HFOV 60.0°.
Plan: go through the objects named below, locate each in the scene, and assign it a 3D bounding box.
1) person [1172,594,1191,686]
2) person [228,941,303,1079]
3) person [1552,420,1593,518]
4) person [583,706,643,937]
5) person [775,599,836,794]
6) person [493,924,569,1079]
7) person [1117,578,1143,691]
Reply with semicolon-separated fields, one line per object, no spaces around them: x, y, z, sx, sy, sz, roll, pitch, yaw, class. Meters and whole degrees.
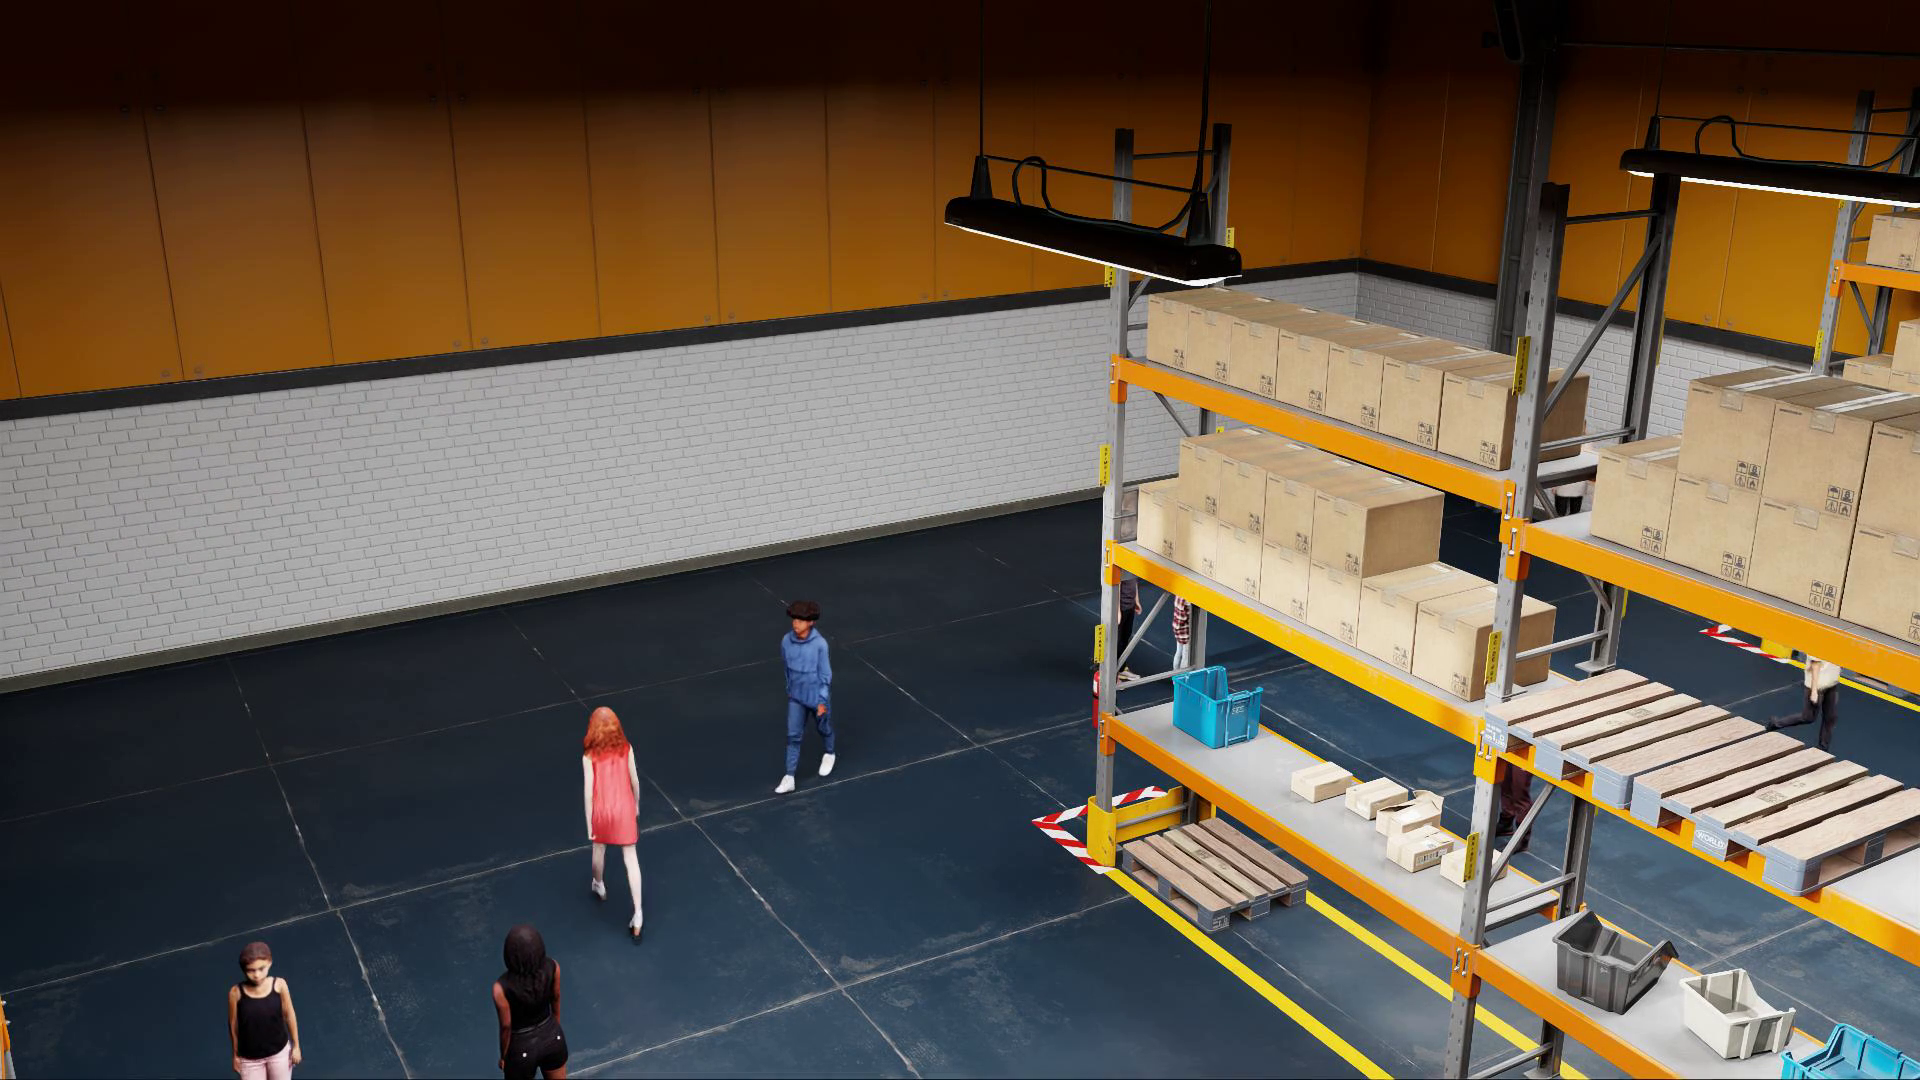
2.334;0.916;17.271;0.642;1.306;0.538;-5;19;-14;person
-4.299;3.146;10.254;0.536;1.558;0.543;-10;21;-28;person
7.820;-0.697;21.244;0.693;1.828;0.699;-2;19;-5;person
-2.624;2.190;12.757;0.624;1.772;1.121;-10;21;-27;person
-1.329;1.381;15.164;1.175;1.770;1.175;7;20;21;person
-2.591;3.099;10.108;0.646;1.741;0.606;-17;25;-42;person
1.689;0.665;17.299;0.697;1.764;0.711;13;22;33;person
